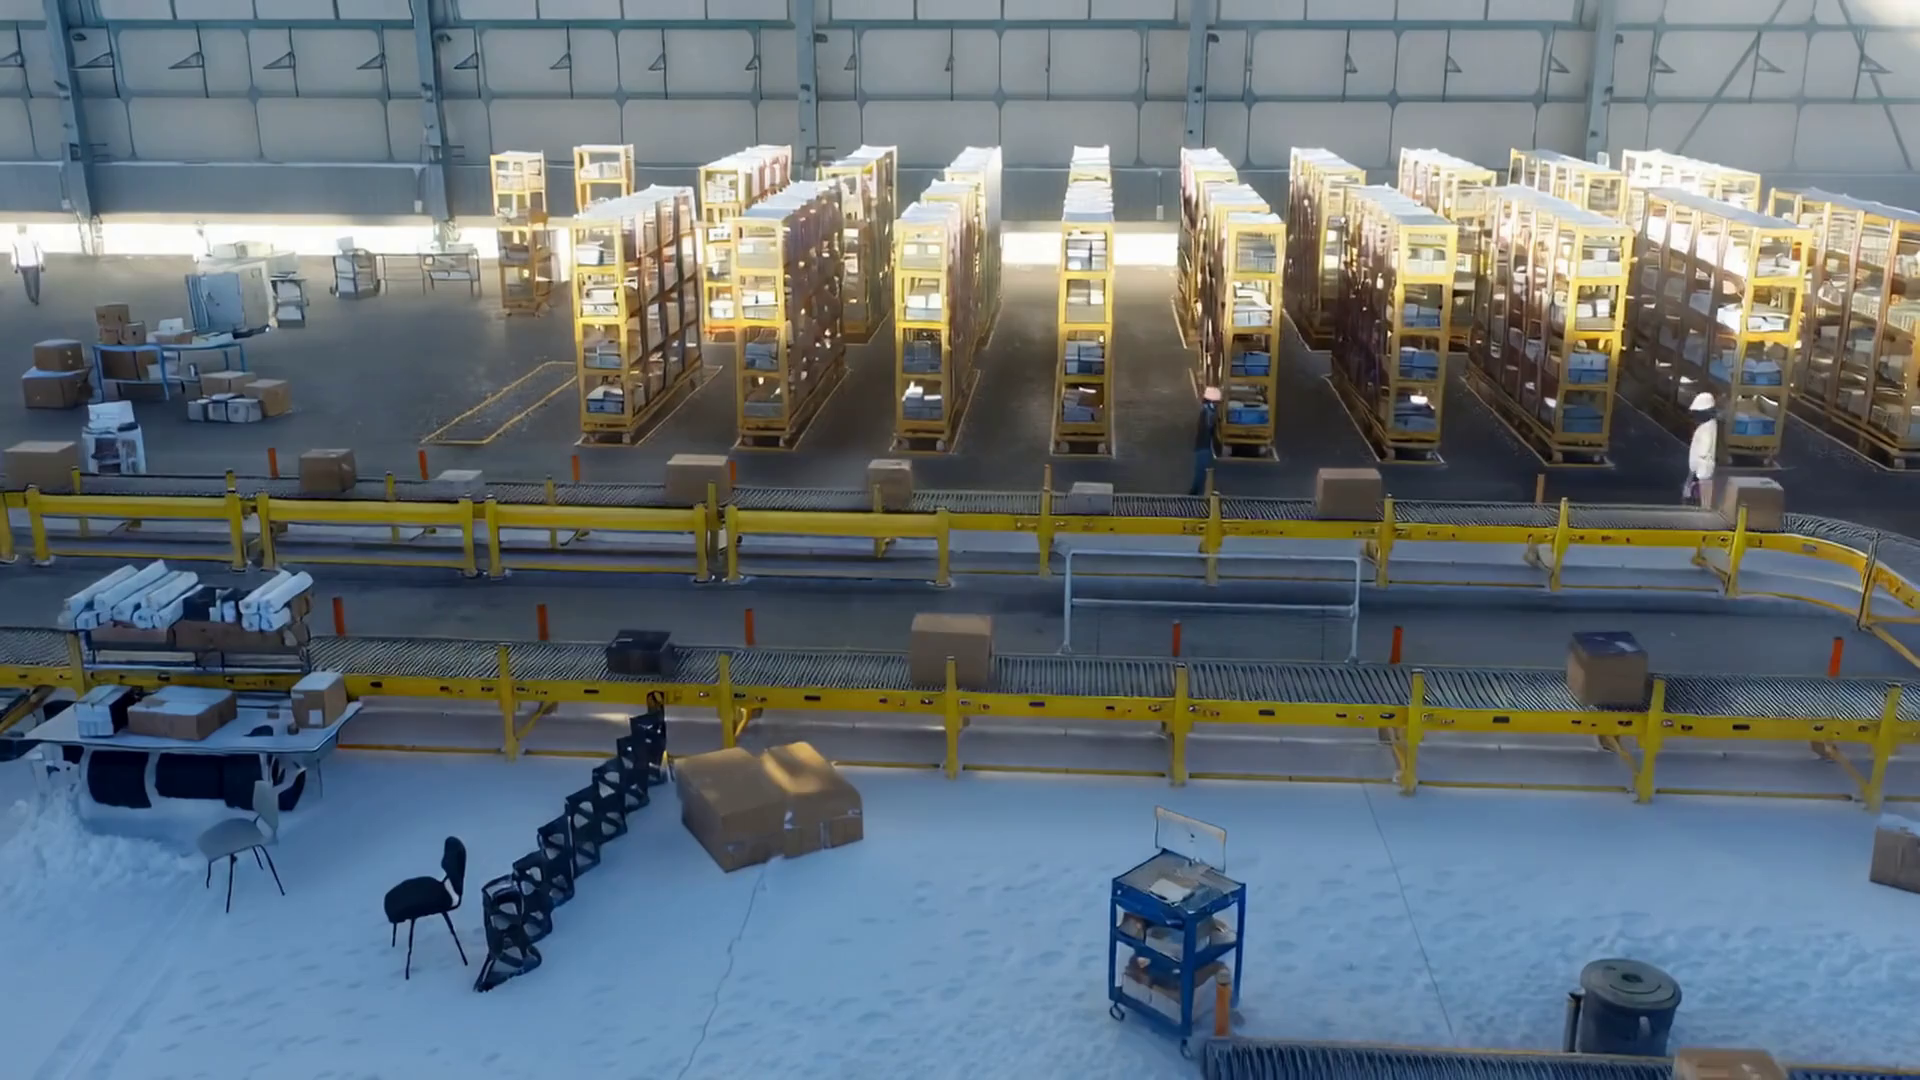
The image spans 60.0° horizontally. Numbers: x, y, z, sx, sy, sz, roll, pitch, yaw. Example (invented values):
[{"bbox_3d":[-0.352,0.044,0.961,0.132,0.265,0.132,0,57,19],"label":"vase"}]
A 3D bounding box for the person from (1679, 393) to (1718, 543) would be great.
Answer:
[{"bbox_3d":[9.393,-0.897,21.120,0.482,2.010,0.666,7,19,22],"label":"person"}]

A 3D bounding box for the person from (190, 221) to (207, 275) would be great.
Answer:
[{"bbox_3d":[-18.545,-6.926,40.663,0.331,1.753,0.561,-1,18,-2],"label":"person"}]

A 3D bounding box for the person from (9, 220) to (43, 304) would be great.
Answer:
[{"bbox_3d":[-21.776,-6.465,38.835,0.628,1.973,0.795,-7,19,-22],"label":"person"}]

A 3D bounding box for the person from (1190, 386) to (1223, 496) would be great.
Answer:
[{"bbox_3d":[3.338,-1.234,22.610,0.411,1.748,0.539,8,19,24],"label":"person"}]

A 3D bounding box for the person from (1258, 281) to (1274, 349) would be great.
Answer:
[{"bbox_3d":[5.970,-4.718,33.549,0.757,1.819,0.607,6,18,17],"label":"person"}]
